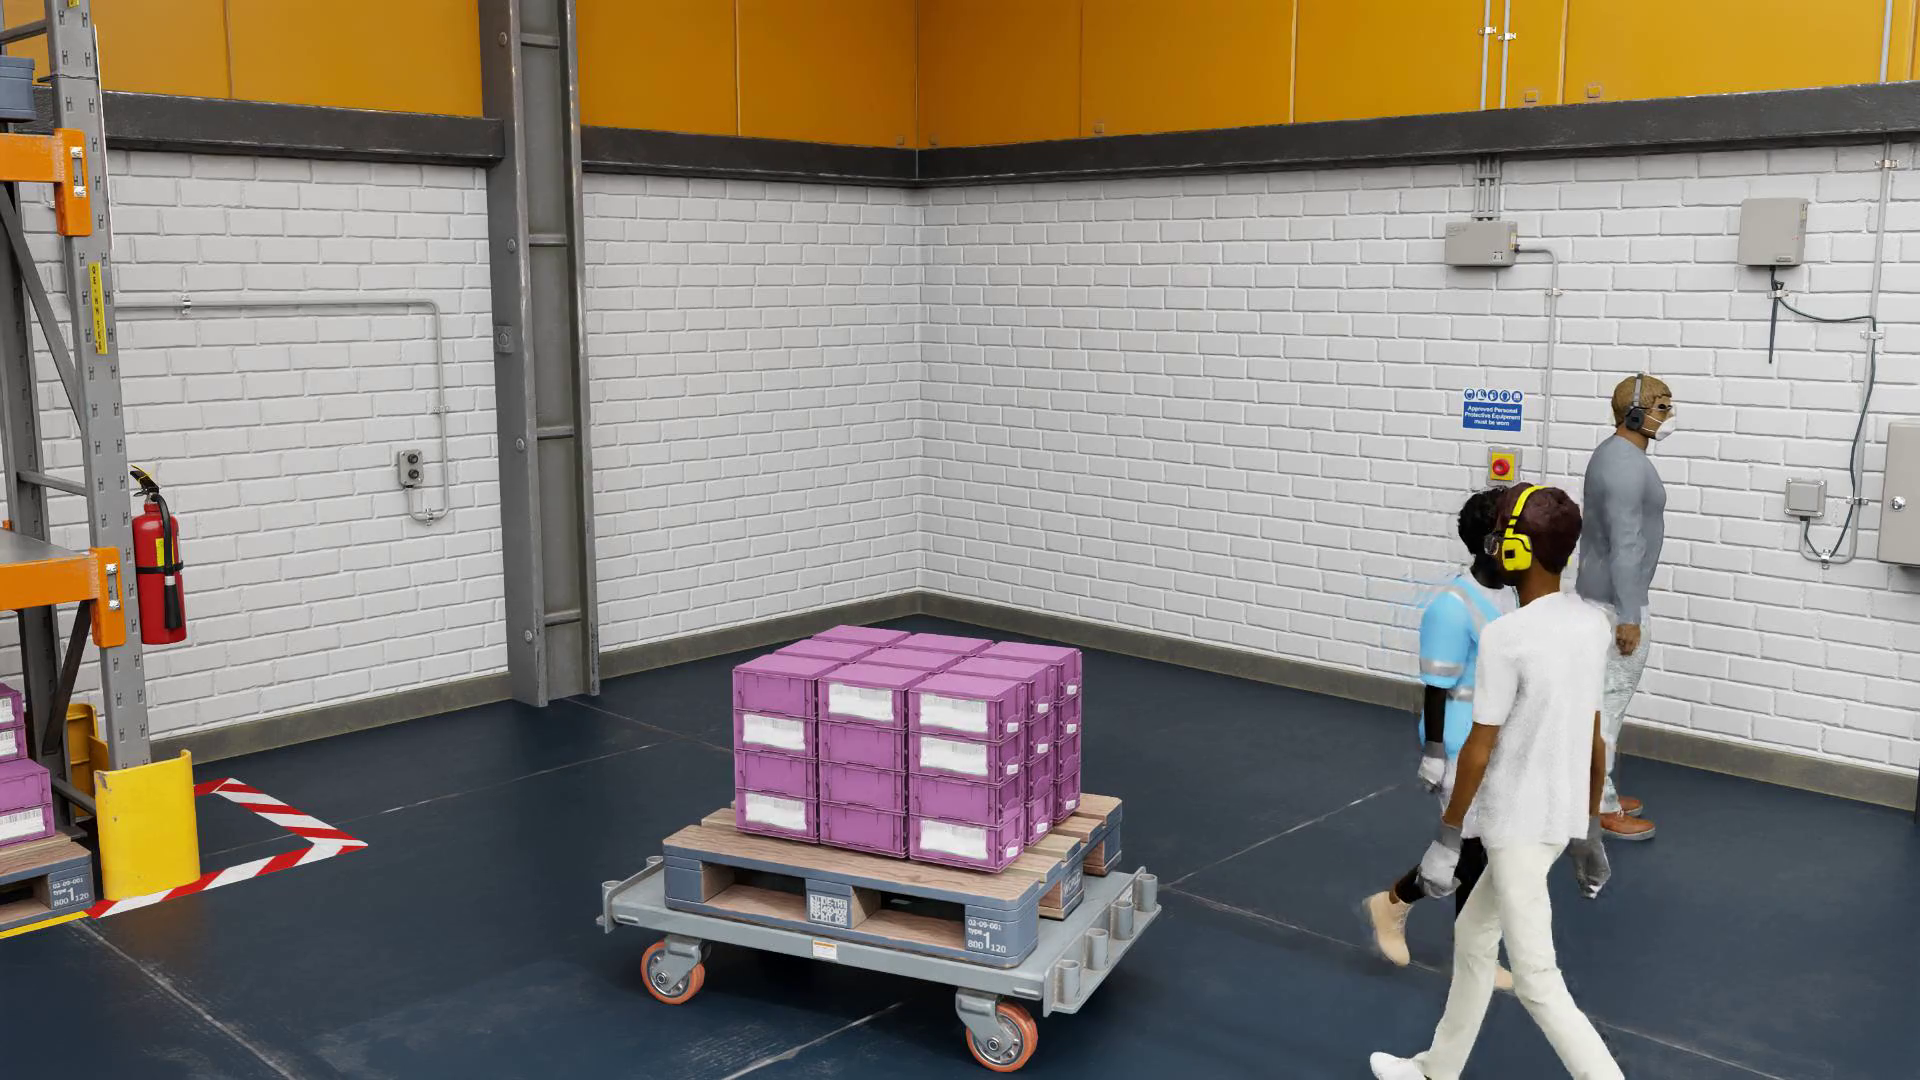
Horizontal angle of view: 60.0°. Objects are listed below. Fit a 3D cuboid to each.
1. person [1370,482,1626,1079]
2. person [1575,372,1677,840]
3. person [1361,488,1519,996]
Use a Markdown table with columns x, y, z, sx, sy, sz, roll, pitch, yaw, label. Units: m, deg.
| x | y | z | sx | sy | sz | roll | pitch | yaw | label |
| --- | --- | --- | --- | --- | --- | --- | --- | --- | --- |
| 1.499 | 0.763 | 4.343 | 0.518 | 1.825 | 0.956 | -8 | 12 | -41 | person |
| 2.772 | 0.266 | 6.991 | 0.354 | 1.938 | 0.636 | 3 | 10 | 15 | person |
| 1.633 | 0.654 | 5.404 | 0.432 | 1.680 | 0.536 | 8 | 12 | 40 | person |
